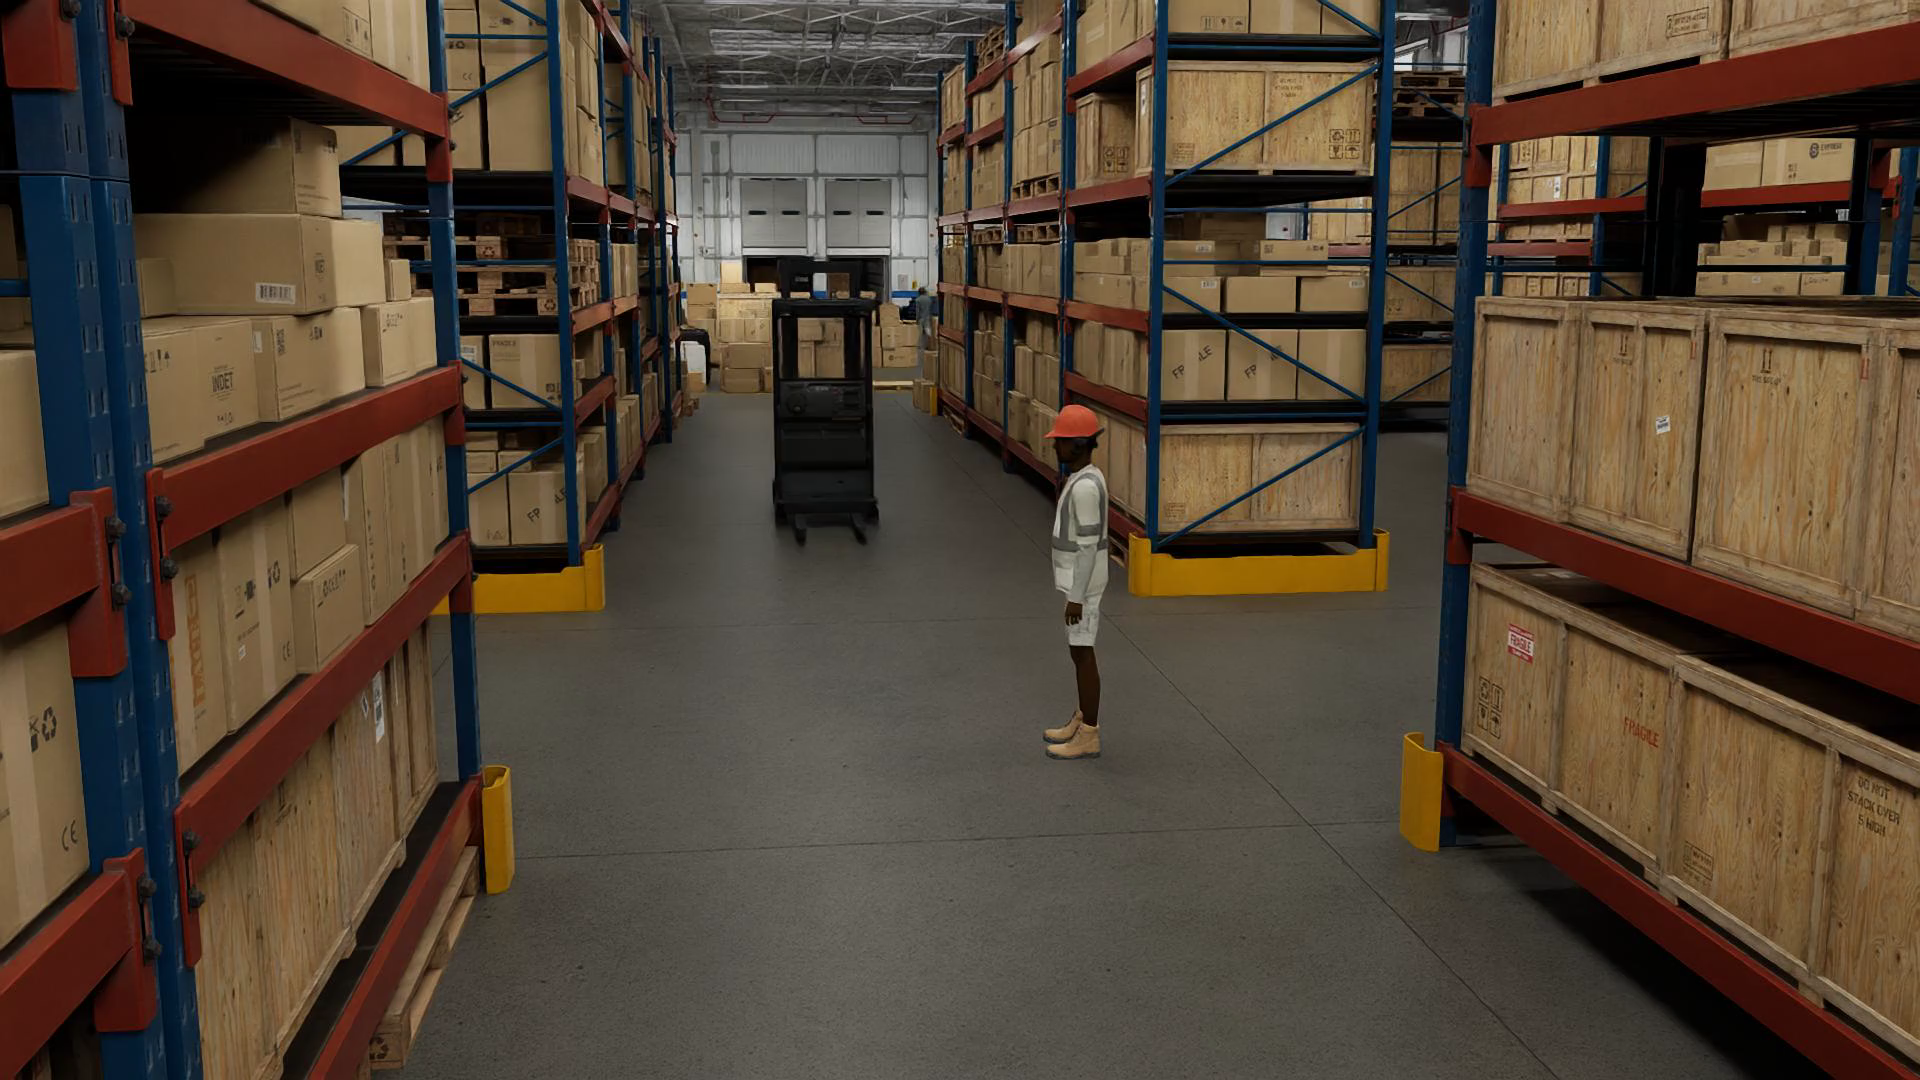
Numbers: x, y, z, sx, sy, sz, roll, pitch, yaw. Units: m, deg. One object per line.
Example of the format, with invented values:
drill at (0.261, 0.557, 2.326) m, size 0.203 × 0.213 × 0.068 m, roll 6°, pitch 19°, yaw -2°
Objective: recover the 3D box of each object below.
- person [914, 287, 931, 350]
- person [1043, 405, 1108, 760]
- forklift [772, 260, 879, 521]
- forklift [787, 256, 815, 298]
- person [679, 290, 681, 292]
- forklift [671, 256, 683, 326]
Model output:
person at (-1.190, -6.732, 50.624) m, size 0.654 × 1.886 × 1.020 m, roll -8°, pitch 13°, yaw -39°
person at (0.664, 0.243, 9.584) m, size 0.377 × 2.044 × 0.608 m, roll 0°, pitch 10°, yaw 2°
forklift at (-1.551, -1.728, 18.627) m, size 1.129 × 2.768 × 1.873 m, roll -1°, pitch 10°, yaw -7°
forklift at (-5.659, -8.722, 59.345) m, size 1.129 × 2.768 × 1.873 m, roll -6°, pitch 12°, yaw -33°
person at (-8.957, -7.088, 52.636) m, size 0.782 × 1.907 × 0.586 m, roll -3°, pitch 10°, yaw -17°
forklift at (-11.354, -9.571, 64.286) m, size 1.129 × 2.768 × 1.873 m, roll -1°, pitch 10°, yaw -7°
